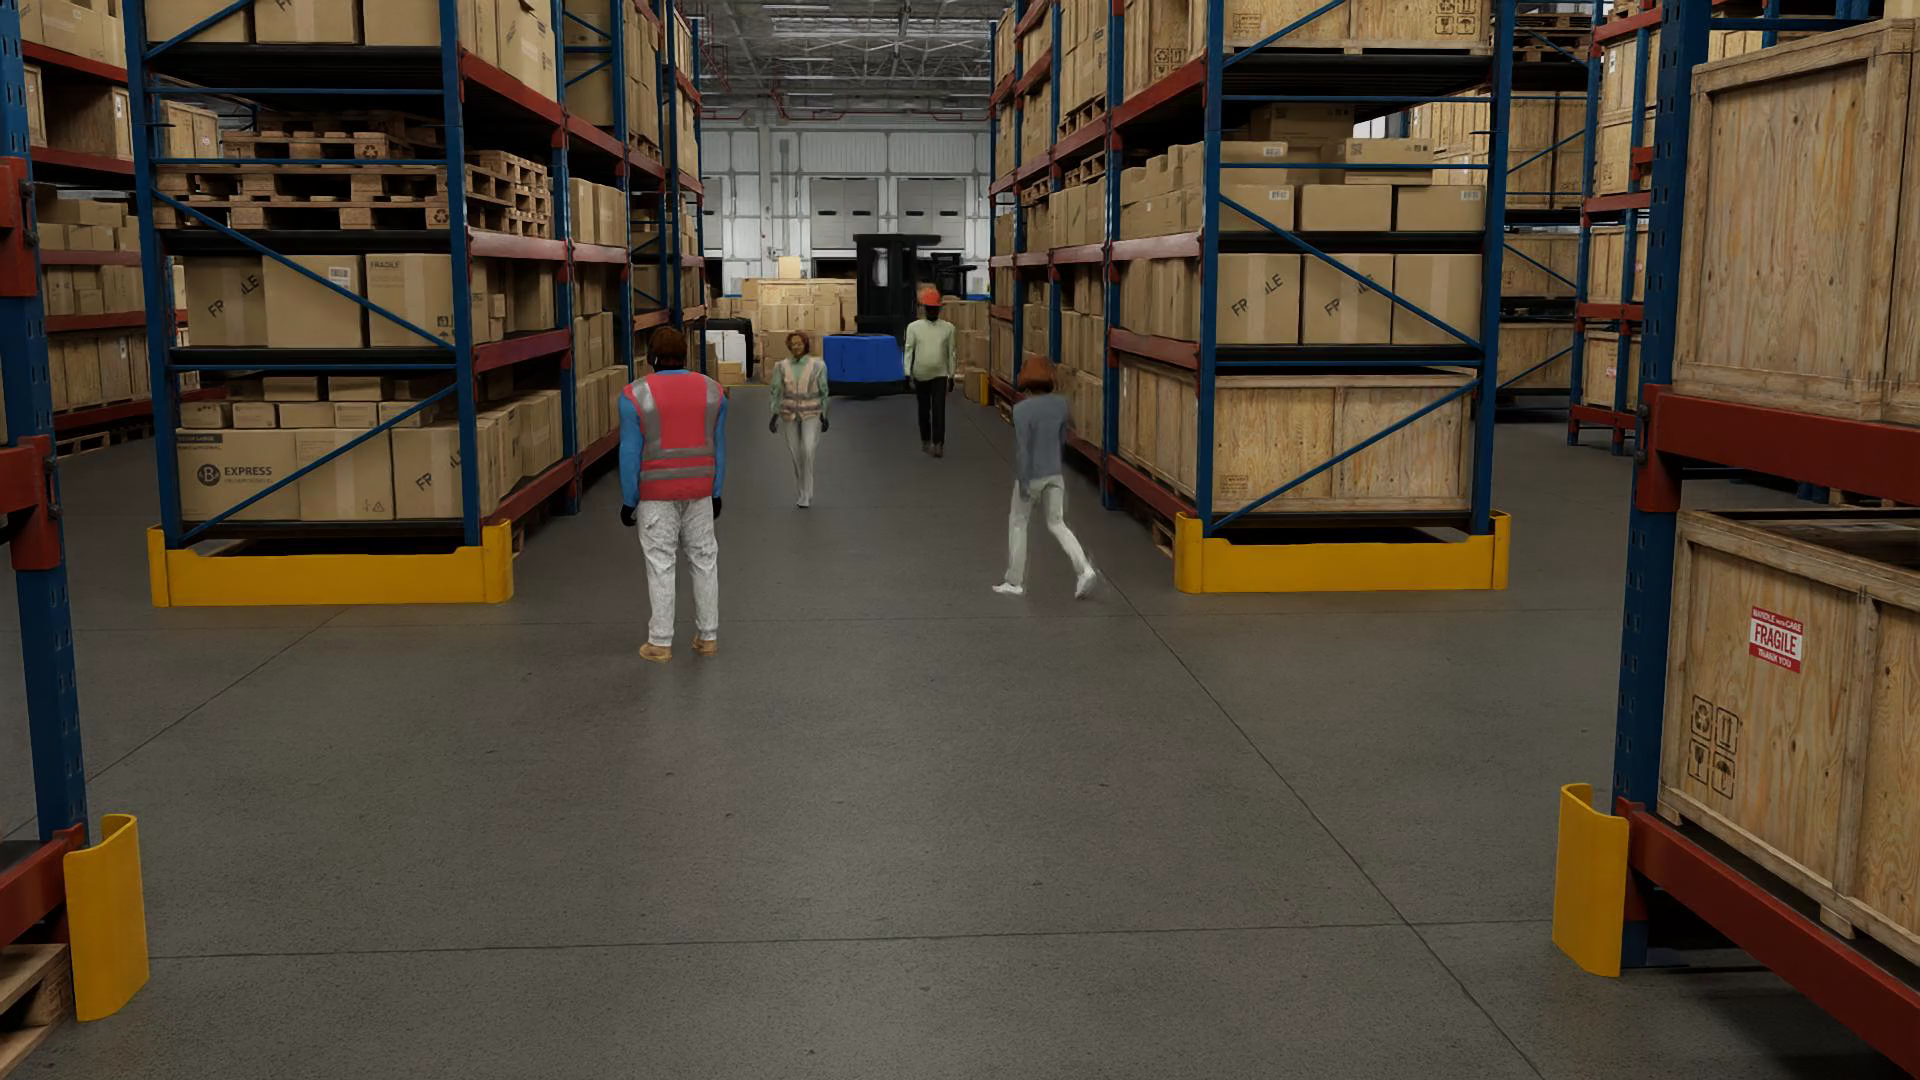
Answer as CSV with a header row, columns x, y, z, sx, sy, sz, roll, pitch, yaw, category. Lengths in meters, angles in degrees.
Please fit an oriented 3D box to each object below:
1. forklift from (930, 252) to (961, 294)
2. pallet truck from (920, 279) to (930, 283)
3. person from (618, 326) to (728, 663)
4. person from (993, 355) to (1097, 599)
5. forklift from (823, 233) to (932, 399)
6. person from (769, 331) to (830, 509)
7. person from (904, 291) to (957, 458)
x,y,z,sx,sy,sz,roll,pitch,yaw,category
-0.462,-7.660,52.429,1.129,2.768,1.873,-6,11,-32,forklift
-0.932,-8.922,63.114,1.885,1.965,0.823,2,9,13,pallet truck
-1.583,-0.248,9.142,0.624,1.845,0.430,-5,11,-31,person
0.569,-0.405,10.857,0.505,1.603,0.713,-7,11,-38,person
-1.403,-3.890,28.755,1.129,2.768,1.873,8,12,40,forklift
-1.483,-1.087,15.104,0.535,1.605,0.744,2,9,10,person
-0.353,-1.969,19.661,0.621,1.948,1.039,0,9,-1,person
